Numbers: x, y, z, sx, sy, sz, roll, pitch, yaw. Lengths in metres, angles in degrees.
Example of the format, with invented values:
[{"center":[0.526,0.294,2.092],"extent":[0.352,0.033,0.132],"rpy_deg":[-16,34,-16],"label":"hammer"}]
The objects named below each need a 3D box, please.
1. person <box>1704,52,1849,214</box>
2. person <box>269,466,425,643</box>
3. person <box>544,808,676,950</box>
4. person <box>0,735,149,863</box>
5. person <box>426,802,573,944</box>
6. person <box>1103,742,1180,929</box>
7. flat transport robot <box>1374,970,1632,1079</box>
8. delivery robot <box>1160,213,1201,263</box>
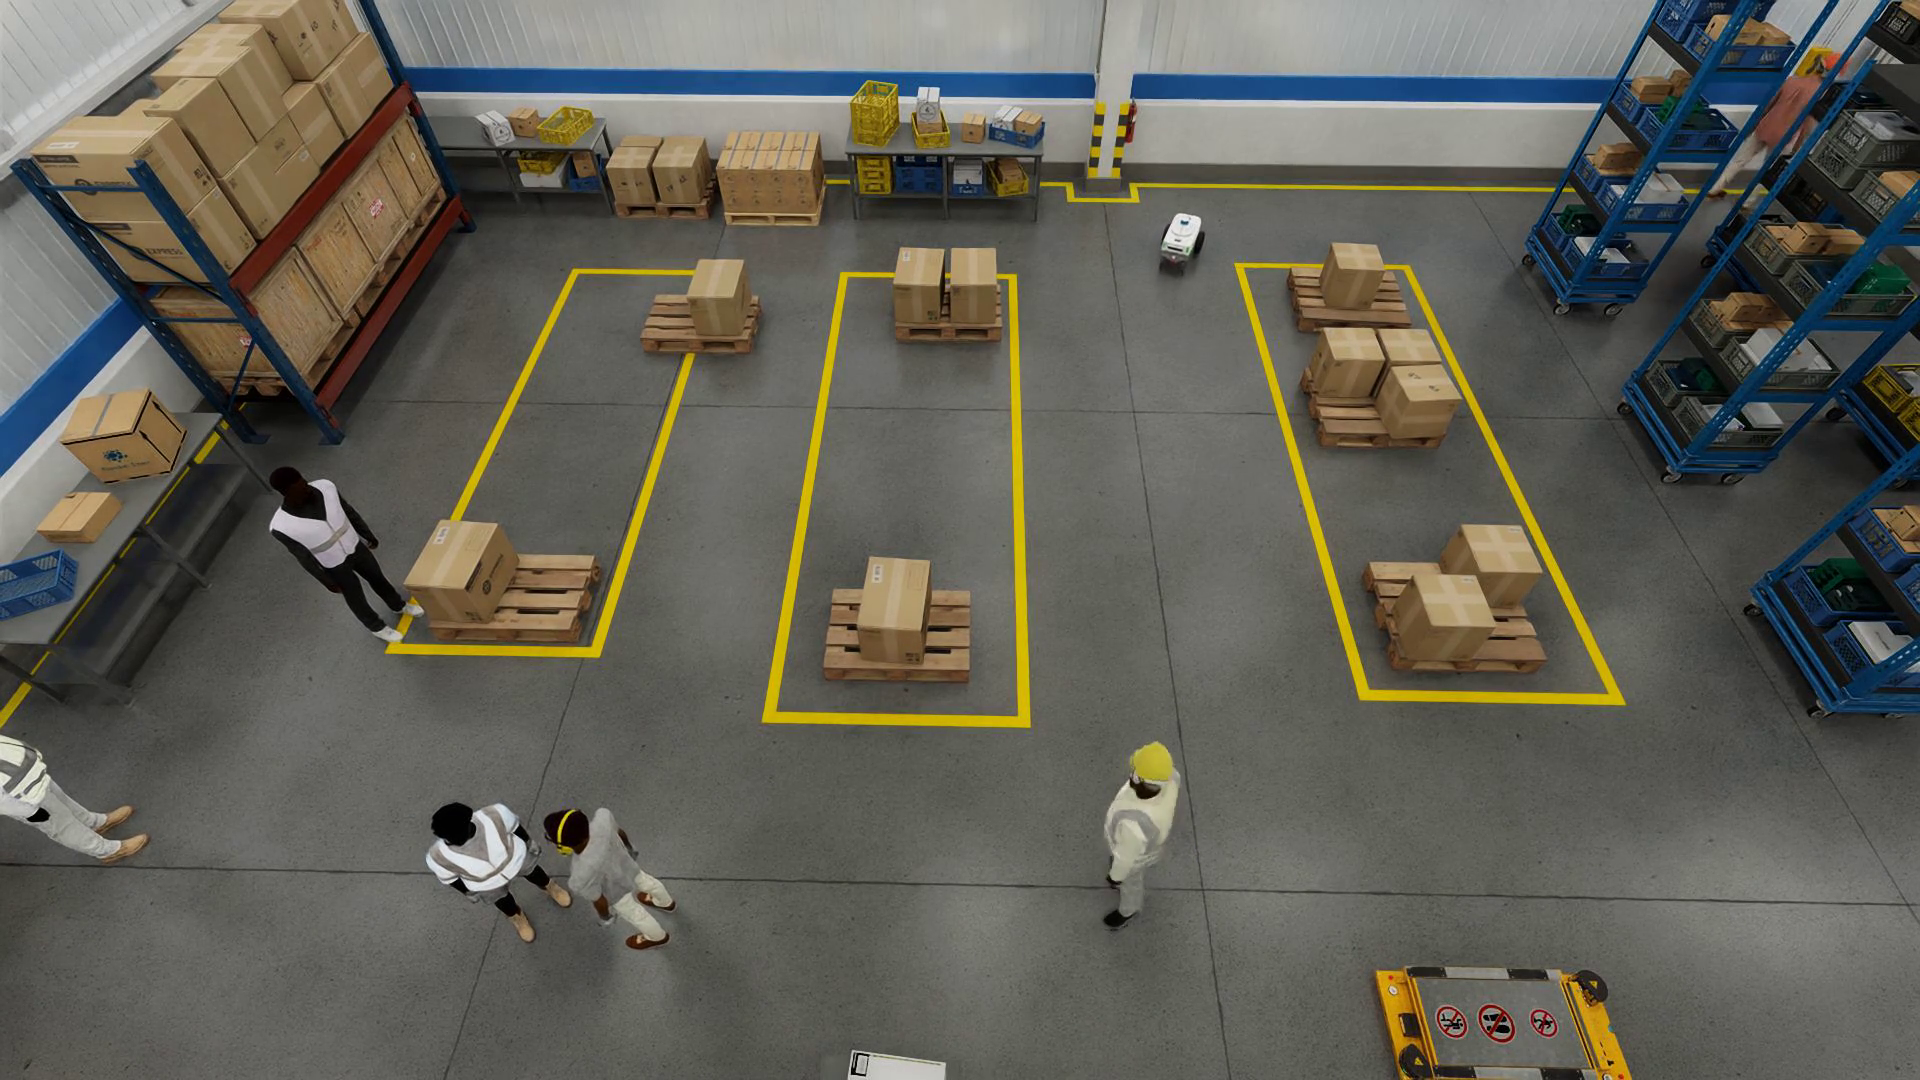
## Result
[{"center":[10.314,-5.131,11.573],"extent":[0.477,1.967,0.669],"rpy_deg":[-16,53,-13],"label":"person"},{"center":[-4.948,0.107,7.334],"extent":[0.400,1.915,0.591],"rpy_deg":[12,52,9],"label":"person"},{"center":[-2.158,2.127,5.713],"extent":[0.331,1.867,0.513],"rpy_deg":[4,51,3],"label":"person"},{"center":[-6.288,1.637,6.128],"extent":[0.625,1.844,0.429],"rpy_deg":[37,60,26],"label":"person"},{"center":[-2.949,2.083,5.855],"extent":[0.322,1.697,0.531],"rpy_deg":[35,59,25],"label":"person"},{"center":[1.134,1.937,5.925],"extent":[0.448,1.788,0.674],"rpy_deg":[25,55,19],"label":"person"},{"center":[3.501,3.133,5.914],"extent":[1.431,0.197,0.652],"rpy_deg":[1,51,1],"label":"flat transport robot"},{"center":[2.722,-3.729,11.263],"extent":[0.477,0.478,0.707],"rpy_deg":[17,52,14],"label":"delivery robot"}]
